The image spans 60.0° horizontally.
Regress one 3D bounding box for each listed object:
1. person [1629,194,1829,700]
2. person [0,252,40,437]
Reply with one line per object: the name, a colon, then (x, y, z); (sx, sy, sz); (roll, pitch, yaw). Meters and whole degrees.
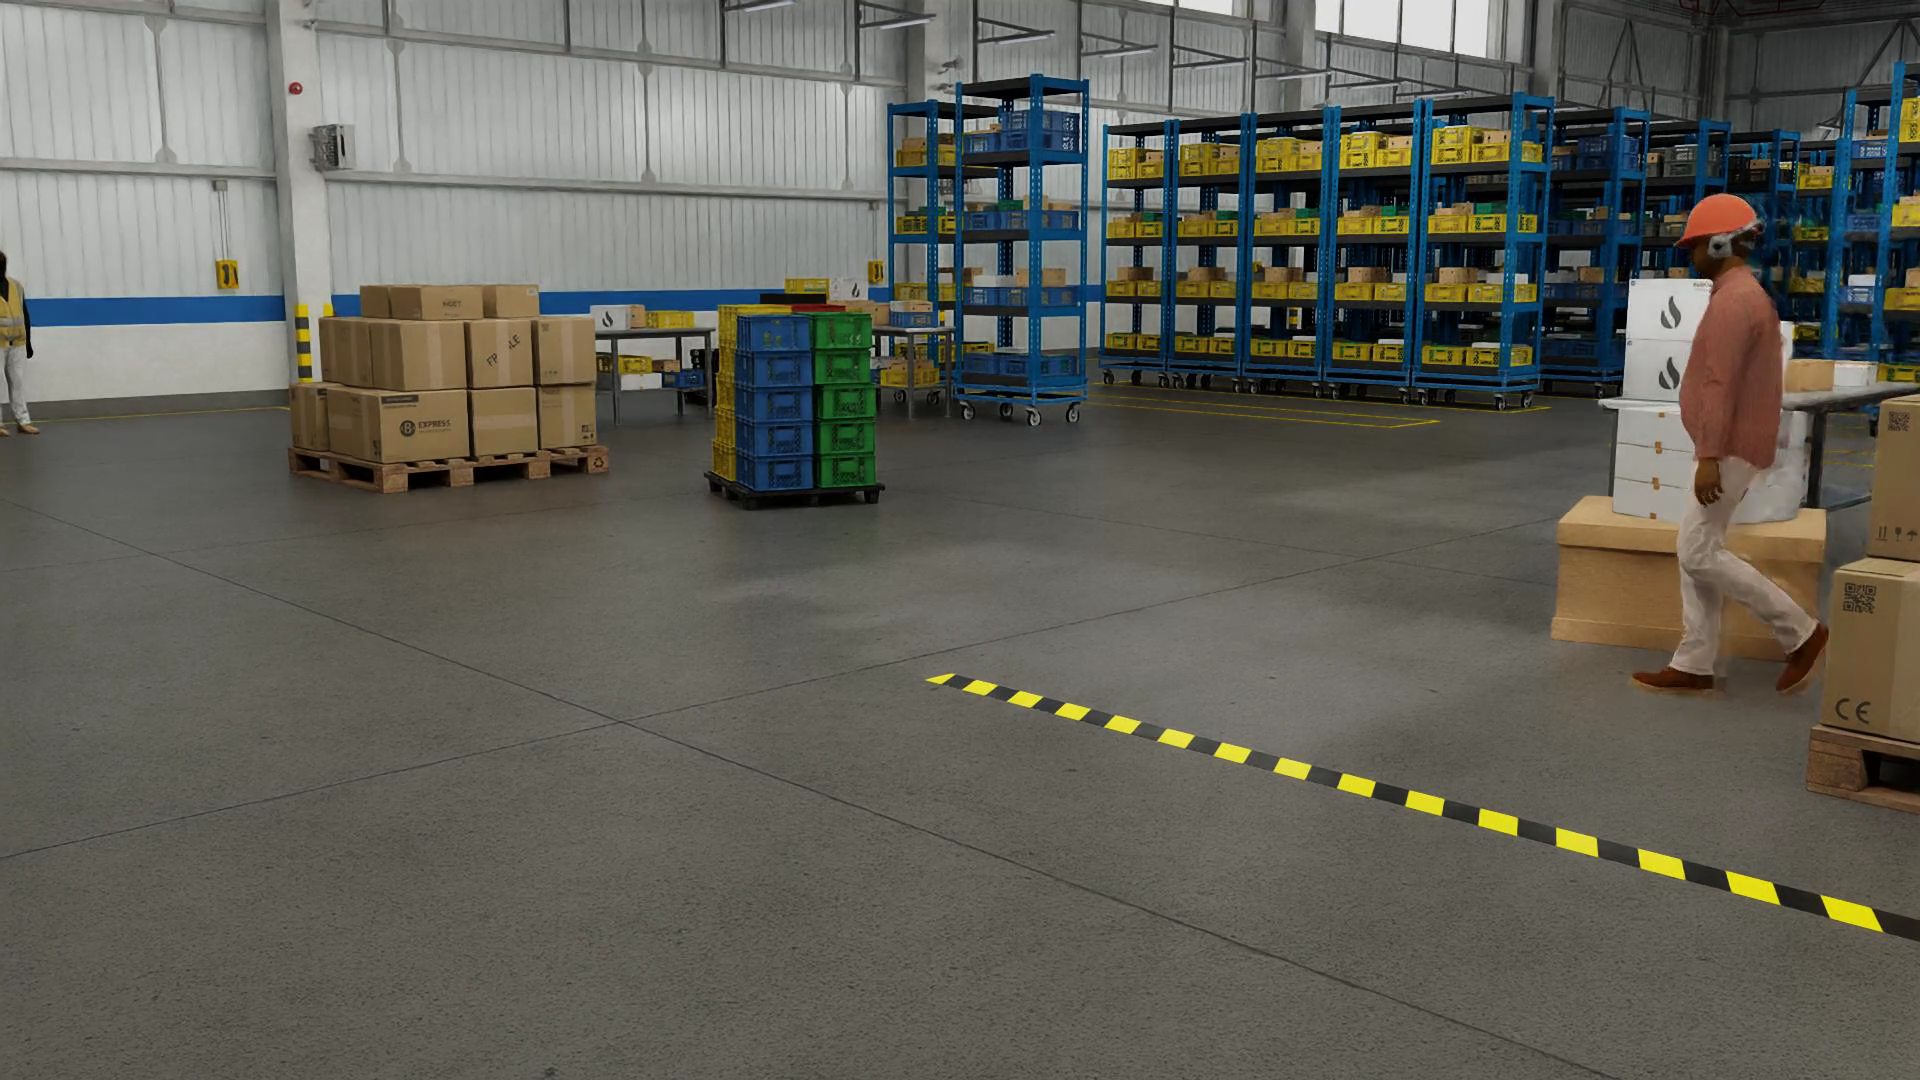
person: (3.007, -0.335, 6.370); (0.639, 1.964, 0.641); (5, 11, 28)
person: (-9.442, -1.927, 16.373); (0.429, 1.831, 0.630); (5, 10, 25)
